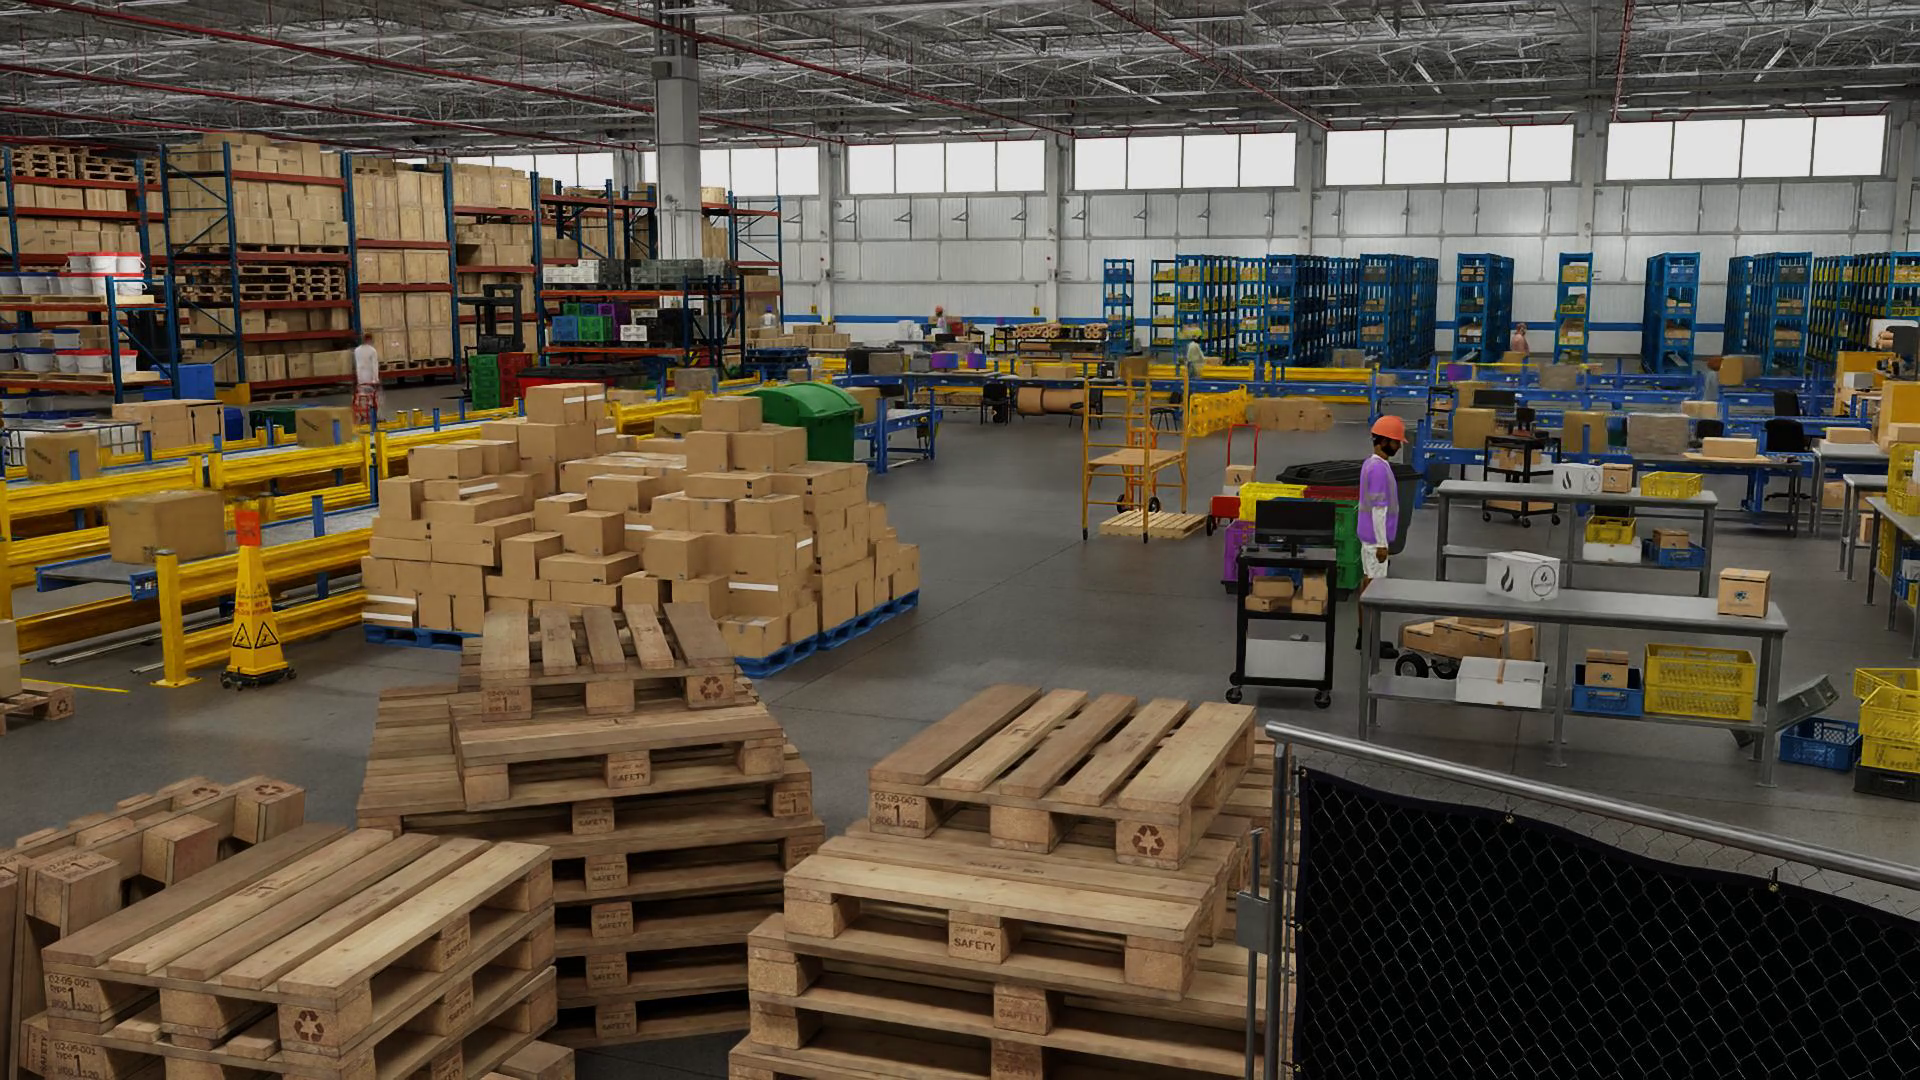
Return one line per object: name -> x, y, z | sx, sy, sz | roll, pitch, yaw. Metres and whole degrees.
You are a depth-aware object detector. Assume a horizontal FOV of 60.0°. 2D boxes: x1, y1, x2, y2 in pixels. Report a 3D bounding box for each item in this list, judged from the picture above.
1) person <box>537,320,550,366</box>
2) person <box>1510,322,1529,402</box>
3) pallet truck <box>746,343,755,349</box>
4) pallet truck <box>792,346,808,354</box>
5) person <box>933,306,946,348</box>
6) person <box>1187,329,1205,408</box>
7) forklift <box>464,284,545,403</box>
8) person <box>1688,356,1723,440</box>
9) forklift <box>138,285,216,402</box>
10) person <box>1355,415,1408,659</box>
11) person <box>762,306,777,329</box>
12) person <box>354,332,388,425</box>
person -> -12.283, -5.646, 49.036 | 0.319, 1.766, 0.533 | -5, 10, -27
person -> 13.374, -4.235, 39.719 | 0.410, 1.912, 0.643 | 0, 9, -1
pallet truck -> -6.183, -4.618, 44.264 | 1.601, 1.201, 0.680 | -9, 12, -43
pallet truck -> -3.705, -4.298, 42.022 | 0.653, 1.274, 1.630 | 3, 10, 20
person -> -0.767, -6.625, 54.424 | 0.983, 2.000, 0.640 | 1, 9, 5
person -> 5.376, -3.904, 37.919 | 0.417, 1.818, 0.592 | 1, 9, 5
forklift -> -10.832, -4.702, 39.610 | 1.129, 2.768, 1.873 | 3, 10, 20
person -> 13.310, -2.479, 29.610 | 0.640, 1.606, 0.503 | 2, 9, 14
forklift -> -17.480, -4.200, 36.461 | 1.873, 2.768, 1.129 | 3, 10, 19
person -> 3.353, -0.030, 13.257 | 0.367, 1.930, 0.542 | 1, 9, 8
person -> -7.075, -7.780, 62.018 | 0.635, 1.891, 0.983 | 3, 10, 19
person -> -11.860, -3.245, 33.585 | 0.649, 1.879, 0.730 | 4, 10, 25
